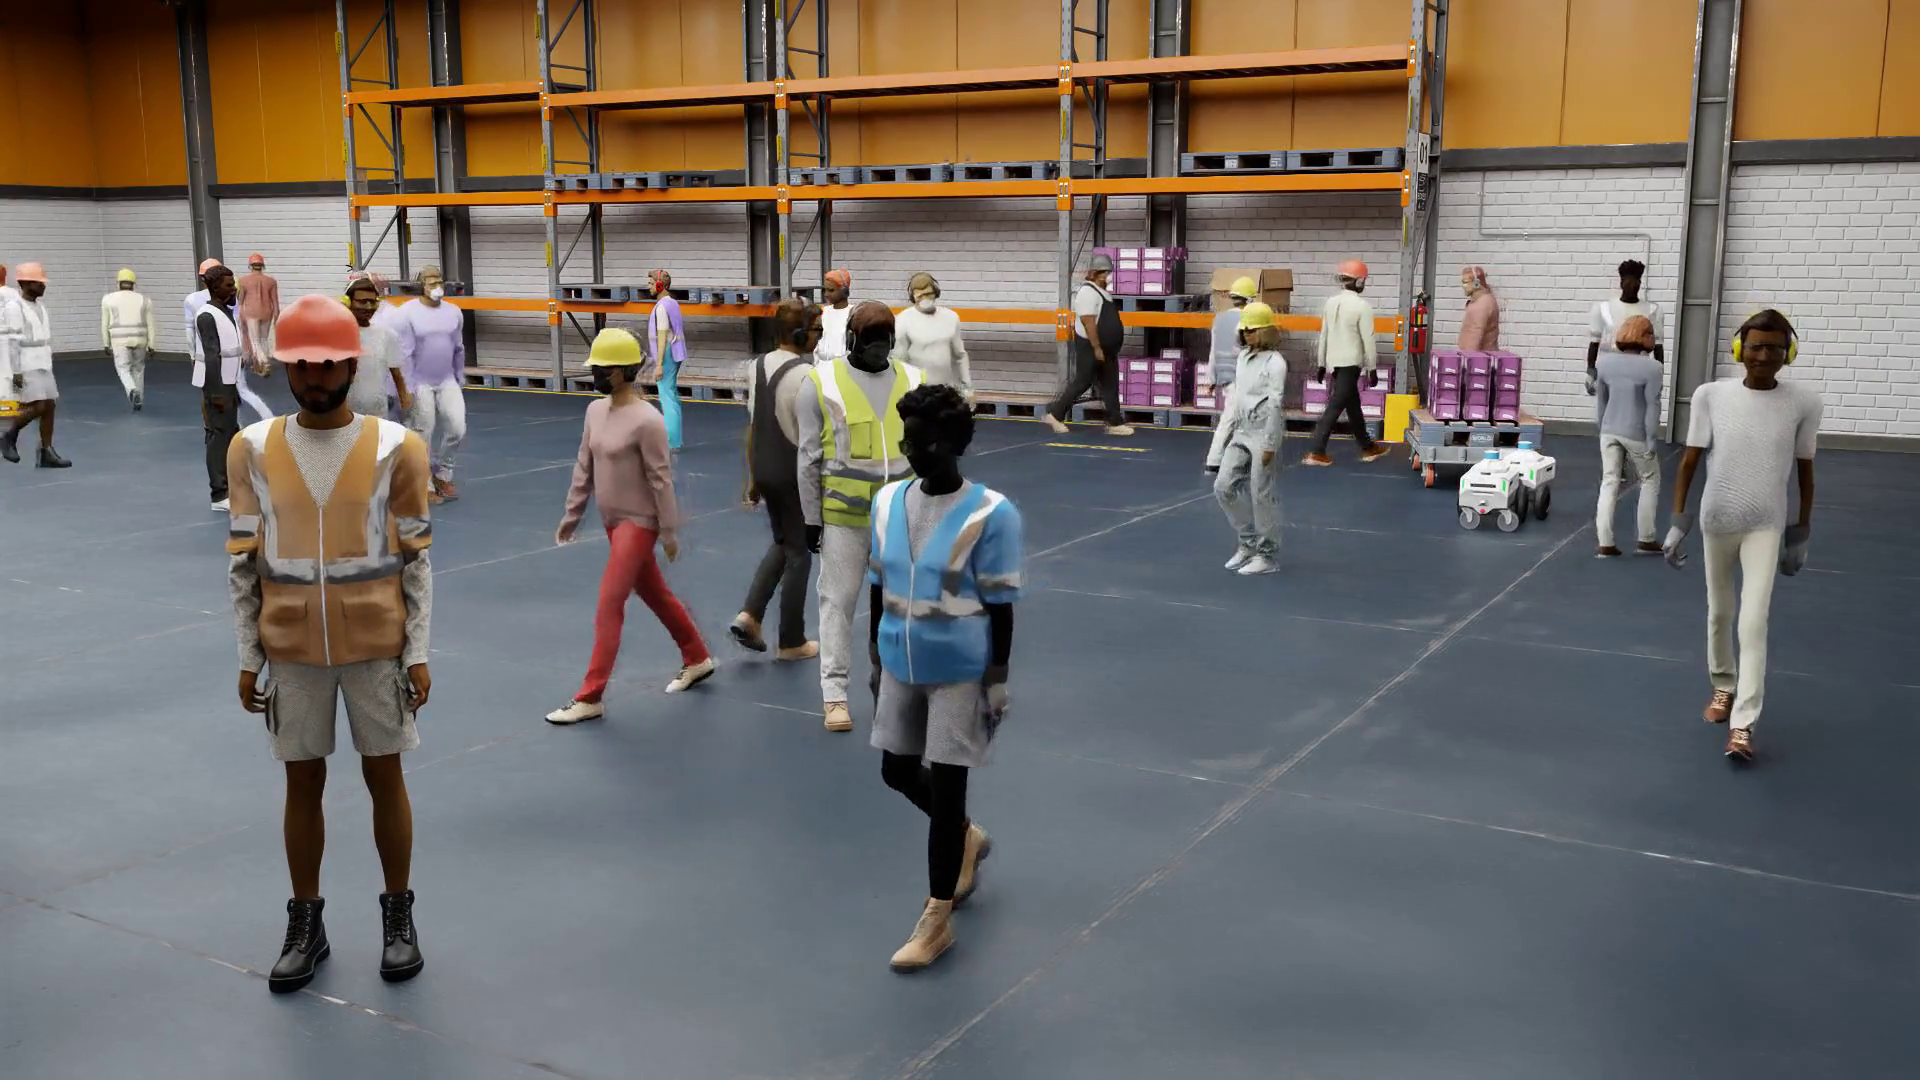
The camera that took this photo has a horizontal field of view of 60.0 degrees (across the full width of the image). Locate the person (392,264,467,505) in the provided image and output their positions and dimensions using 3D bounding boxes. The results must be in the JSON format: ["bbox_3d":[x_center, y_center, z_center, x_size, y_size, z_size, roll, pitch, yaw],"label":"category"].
[{"bbox_3d":[-4.211,-1.227,13.291,0.459,1.925,0.636,9,14,42],"label":"person"}]

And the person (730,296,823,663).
[{"bbox_3d":[-0.847,-0.277,8.174,0.542,1.826,0.436,9,13,41],"label":"person"}]

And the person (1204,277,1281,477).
[{"bbox_3d":[2.575,-1.474,15.050,0.949,1.780,0.617,-6,11,-29],"label":"person"}]

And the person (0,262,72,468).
[{"bbox_3d":[-8.654,-1.617,15.465,0.539,1.924,0.552,1,10,5],"label":"person"}]

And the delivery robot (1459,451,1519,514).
[{"bbox_3d":[3.918,-0.417,12.296,0.477,0.478,0.707,5,11,25],"label":"delivery robot"}]

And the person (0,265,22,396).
[{"bbox_3d":[-11.600,-2.449,20.390,0.832,1.857,0.582,0,10,3],"label":"person"}]

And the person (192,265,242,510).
[{"bbox_3d":[-5.816,-1.193,13.096,0.394,1.920,0.587,-2,10,-11],"label":"person"}]

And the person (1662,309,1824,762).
[{"bbox_3d":[3.244,-0.046,6.913,0.534,1.813,0.997,6,12,31],"label":"person"}]

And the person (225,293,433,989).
[{"bbox_3d":[-1.746,0.288,4.649,0.545,1.940,0.352,-2,10,-12],"label":"person"}]

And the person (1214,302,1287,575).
[{"bbox_3d":[1.844,-0.628,10.432,0.417,1.719,0.501,-4,11,-23],"label":"person"}]

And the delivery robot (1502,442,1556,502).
[{"bbox_3d":[4.363,-0.519,12.871,0.477,0.478,0.707,7,12,32],"label":"delivery robot"}]

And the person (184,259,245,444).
[{"bbox_3d":[-7.796,-1.971,17.447,0.551,1.936,0.357,-1,10,-8],"label":"person"}]

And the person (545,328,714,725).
[{"bbox_3d":[-1.462,-0.092,7.432,0.928,1.719,0.527,-9,13,-40],"label":"person"}]

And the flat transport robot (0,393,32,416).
[{"bbox_3d":[-11.779,-1.657,20.388,0.652,0.197,1.431,-7,12,-33],"label":"flat transport robot"}]

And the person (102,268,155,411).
[{"bbox_3d":[-10.316,-2.476,20.684,0.591,1.804,0.736,-8,13,-37],"label":"person"}]

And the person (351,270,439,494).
[{"bbox_3d":[-4.616,-1.227,13.403,0.643,1.881,0.766,8,13,39],"label":"person"}]

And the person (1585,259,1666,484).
[{"bbox_3d":[5.766,-1.436,14.381,0.630,1.942,0.732,2,10,12],"label":"person"}]

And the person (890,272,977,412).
[{"bbox_3d":[-0.271,-1.118,12.775,0.707,1.886,0.952,-9,13,-40],"label":"person"}]

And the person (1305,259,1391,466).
[{"bbox_3d":[3.699,-1.672,15.748,1.053,1.937,0.644,-5,11,-25],"label":"person"}]

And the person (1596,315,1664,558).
[{"bbox_3d":[4.504,-0.689,11.096,0.664,1.607,0.513,-7,12,-35],"label":"person"}]

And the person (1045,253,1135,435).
[{"bbox_3d":[1.424,-2.163,18.244,0.931,2.000,0.687,5,11,28],"label":"person"}]

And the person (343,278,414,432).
[{"bbox_3d":[-3.936,-0.811,11.101,0.571,1.854,0.535,-7,12,-36],"label":"person"}]

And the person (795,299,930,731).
[{"bbox_3d":[-0.387,-0.107,7.169,0.627,1.844,0.429,-4,11,-22],"label":"person"}]

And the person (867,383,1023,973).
[{"bbox_3d":[-0.048,0.371,4.916,0.541,1.681,0.647,7,12,34],"label":"person"}]

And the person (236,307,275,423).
[{"bbox_3d":[-7.913,-2.015,18.319,0.778,1.732,0.519,0,10,0],"label":"person"}]

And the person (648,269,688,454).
[{"bbox_3d":[-2.921,-1.773,16.611,0.385,1.841,0.580,0,10,-1],"label":"person"}]

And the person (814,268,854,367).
[{"bbox_3d":[-0.982,-1.276,13.656,0.573,1.887,0.354,8,13,37],"label":"person"}]

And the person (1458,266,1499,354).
[{"bbox_3d":[5.165,-1.787,16.616,0.446,1.876,0.679,3,10,14],"label":"person"}]

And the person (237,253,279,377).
[{"bbox_3d":[-11.092,-3.554,26.340,0.609,1.969,0.894,-8,13,-39],"label":"person"}]
